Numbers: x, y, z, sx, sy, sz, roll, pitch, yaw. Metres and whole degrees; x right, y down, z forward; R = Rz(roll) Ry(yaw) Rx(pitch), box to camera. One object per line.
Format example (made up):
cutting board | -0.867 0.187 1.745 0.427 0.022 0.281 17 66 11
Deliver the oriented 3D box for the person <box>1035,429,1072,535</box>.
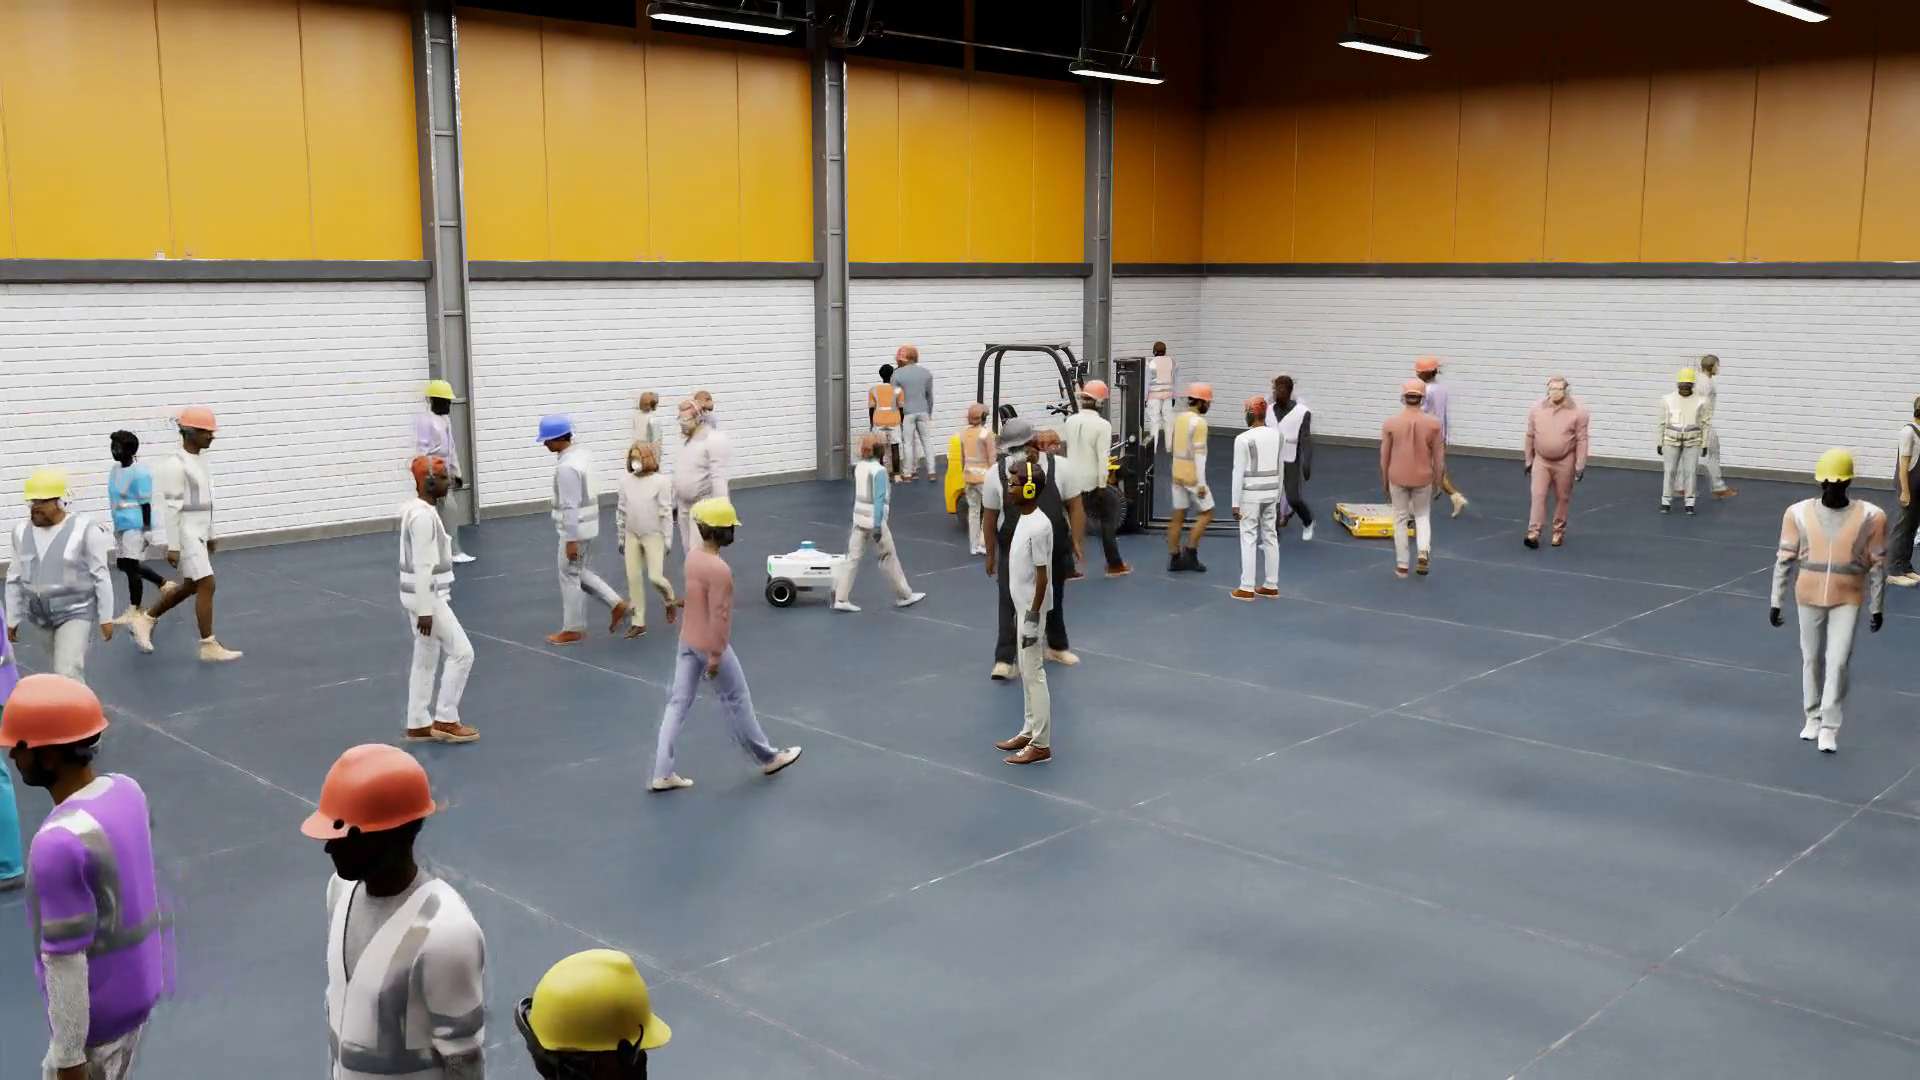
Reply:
person | 0.778 -0.182 14.848 0.436 1.613 0.517 -5 11 -30

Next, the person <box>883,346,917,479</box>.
person | -0.895 -1.782 23.649 0.655 1.940 0.903 7 11 36

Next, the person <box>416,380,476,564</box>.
person | -5.238 -0.681 17.008 0.767 1.898 0.625 1 9 4

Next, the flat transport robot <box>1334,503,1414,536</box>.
flat transport robot | 4.805 -0.247 19.352 0.652 0.197 1.431 1 9 3

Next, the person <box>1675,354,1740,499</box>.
person | 9.926 -1.486 21.928 0.885 1.906 0.661 2 10 13

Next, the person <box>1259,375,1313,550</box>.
person | 3.563 -0.852 18.089 0.607 1.897 0.716 9 13 44

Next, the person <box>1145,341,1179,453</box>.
person | 3.279 -2.347 27.421 0.624 1.845 0.430 -3 10 -17

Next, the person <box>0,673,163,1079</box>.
person | -2.428 1.310 4.759 0.517 1.920 0.568 -1 9 -6

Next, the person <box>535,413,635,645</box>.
person | -3.033 -0.081 13.343 0.652 1.902 0.670 -1 9 -4

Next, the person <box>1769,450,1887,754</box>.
person | 5.442 0.388 10.475 0.623 1.893 0.833 7 11 35

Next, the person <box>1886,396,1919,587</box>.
person | 9.171 -0.480 15.984 0.506 1.839 0.343 -8 12 -40

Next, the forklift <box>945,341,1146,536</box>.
forklift | 0.977 -1.223 19.452 2.313 2.155 1.214 2 9 11

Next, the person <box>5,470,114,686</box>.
person | -5.598 0.475 10.220 0.614 1.802 0.739 1 9 7

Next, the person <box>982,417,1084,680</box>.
person | 0.553 0.005 12.396 0.767 2.000 0.939 -1 9 -3

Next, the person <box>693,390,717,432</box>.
person | -2.997 -0.940 19.459 0.520 1.615 0.435 7 12 37

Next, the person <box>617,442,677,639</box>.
person | -2.592 -0.013 13.787 0.518 1.617 0.529 3 10 18

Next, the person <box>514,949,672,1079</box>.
person | -0.707 1.639 3.225 0.330 1.765 0.533 -2 9 -10

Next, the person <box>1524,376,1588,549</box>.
person | 6.402 -0.820 17.965 0.674 1.863 0.932 5 11 29

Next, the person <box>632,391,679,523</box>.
person | -3.698 -0.947 19.581 0.512 1.605 0.841 7 12 38

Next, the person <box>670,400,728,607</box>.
person | -2.324 -0.311 14.821 0.744 1.878 0.475 9 13 43

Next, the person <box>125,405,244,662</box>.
person | -6.063 -0.048 12.872 0.874 2.008 0.637 0 9 -3

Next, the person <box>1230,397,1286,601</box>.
person | 2.721 -0.373 15.221 0.579 1.879 0.346 -5 11 -28

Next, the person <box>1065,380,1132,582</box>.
person | 1.313 -0.582 16.259 0.637 1.956 0.917 9 13 44

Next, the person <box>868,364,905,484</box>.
person | -1.031 -1.635 23.499 0.540 1.696 0.317 0 9 3

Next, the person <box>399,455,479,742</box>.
person | -3.308 0.385 10.614 0.605 1.860 0.598 -3 10 -20

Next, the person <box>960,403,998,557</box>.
person | 0.212 -0.622 17.486 0.376 1.631 0.553 -8 12 -42

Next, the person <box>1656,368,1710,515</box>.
person | 8.935 -1.219 20.574 0.612 1.823 0.408 4 10 24

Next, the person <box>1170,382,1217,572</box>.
person | 2.319 -0.622 16.619 0.478 1.911 0.574 -4 10 -24

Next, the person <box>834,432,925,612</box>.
person | -0.750 -0.156 14.730 0.883 1.589 0.536 -6 11 -32

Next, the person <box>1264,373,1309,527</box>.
person | 3.712 -1.000 19.128 0.668 1.864 0.932 6 11 34

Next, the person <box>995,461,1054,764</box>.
person | 0.406 0.443 10.233 0.329 1.872 0.510 -1 9 -7

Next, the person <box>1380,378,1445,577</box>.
person | 4.426 -0.597 16.309 0.613 1.973 0.513 2 9 12

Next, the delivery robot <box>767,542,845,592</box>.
delivery robot | -1.388 0.258 15.100 0.707 0.478 0.477 -1 9 -4

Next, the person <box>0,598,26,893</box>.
person | -4.761 0.805 8.083 0.373 1.843 0.572 -6 11 -30

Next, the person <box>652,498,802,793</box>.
person | -1.415 0.603 9.749 0.943 1.708 0.530 -7 12 -37

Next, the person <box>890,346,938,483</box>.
person | -0.705 -1.759 23.541 0.811 1.941 0.452 -4 10 -21

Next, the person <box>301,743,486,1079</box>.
person | -1.336 1.412 4.141 0.555 1.923 0.724 9 13 43

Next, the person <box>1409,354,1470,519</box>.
person | 5.765 -1.247 20.185 0.965 2.012 0.614 8 12 40

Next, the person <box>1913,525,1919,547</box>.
person | 10.791 -0.745 18.068 0.910 1.690 0.524 -3 10 -16

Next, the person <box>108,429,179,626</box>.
person | -7.031 -0.125 14.263 0.536 1.679 0.576 7 12 38
